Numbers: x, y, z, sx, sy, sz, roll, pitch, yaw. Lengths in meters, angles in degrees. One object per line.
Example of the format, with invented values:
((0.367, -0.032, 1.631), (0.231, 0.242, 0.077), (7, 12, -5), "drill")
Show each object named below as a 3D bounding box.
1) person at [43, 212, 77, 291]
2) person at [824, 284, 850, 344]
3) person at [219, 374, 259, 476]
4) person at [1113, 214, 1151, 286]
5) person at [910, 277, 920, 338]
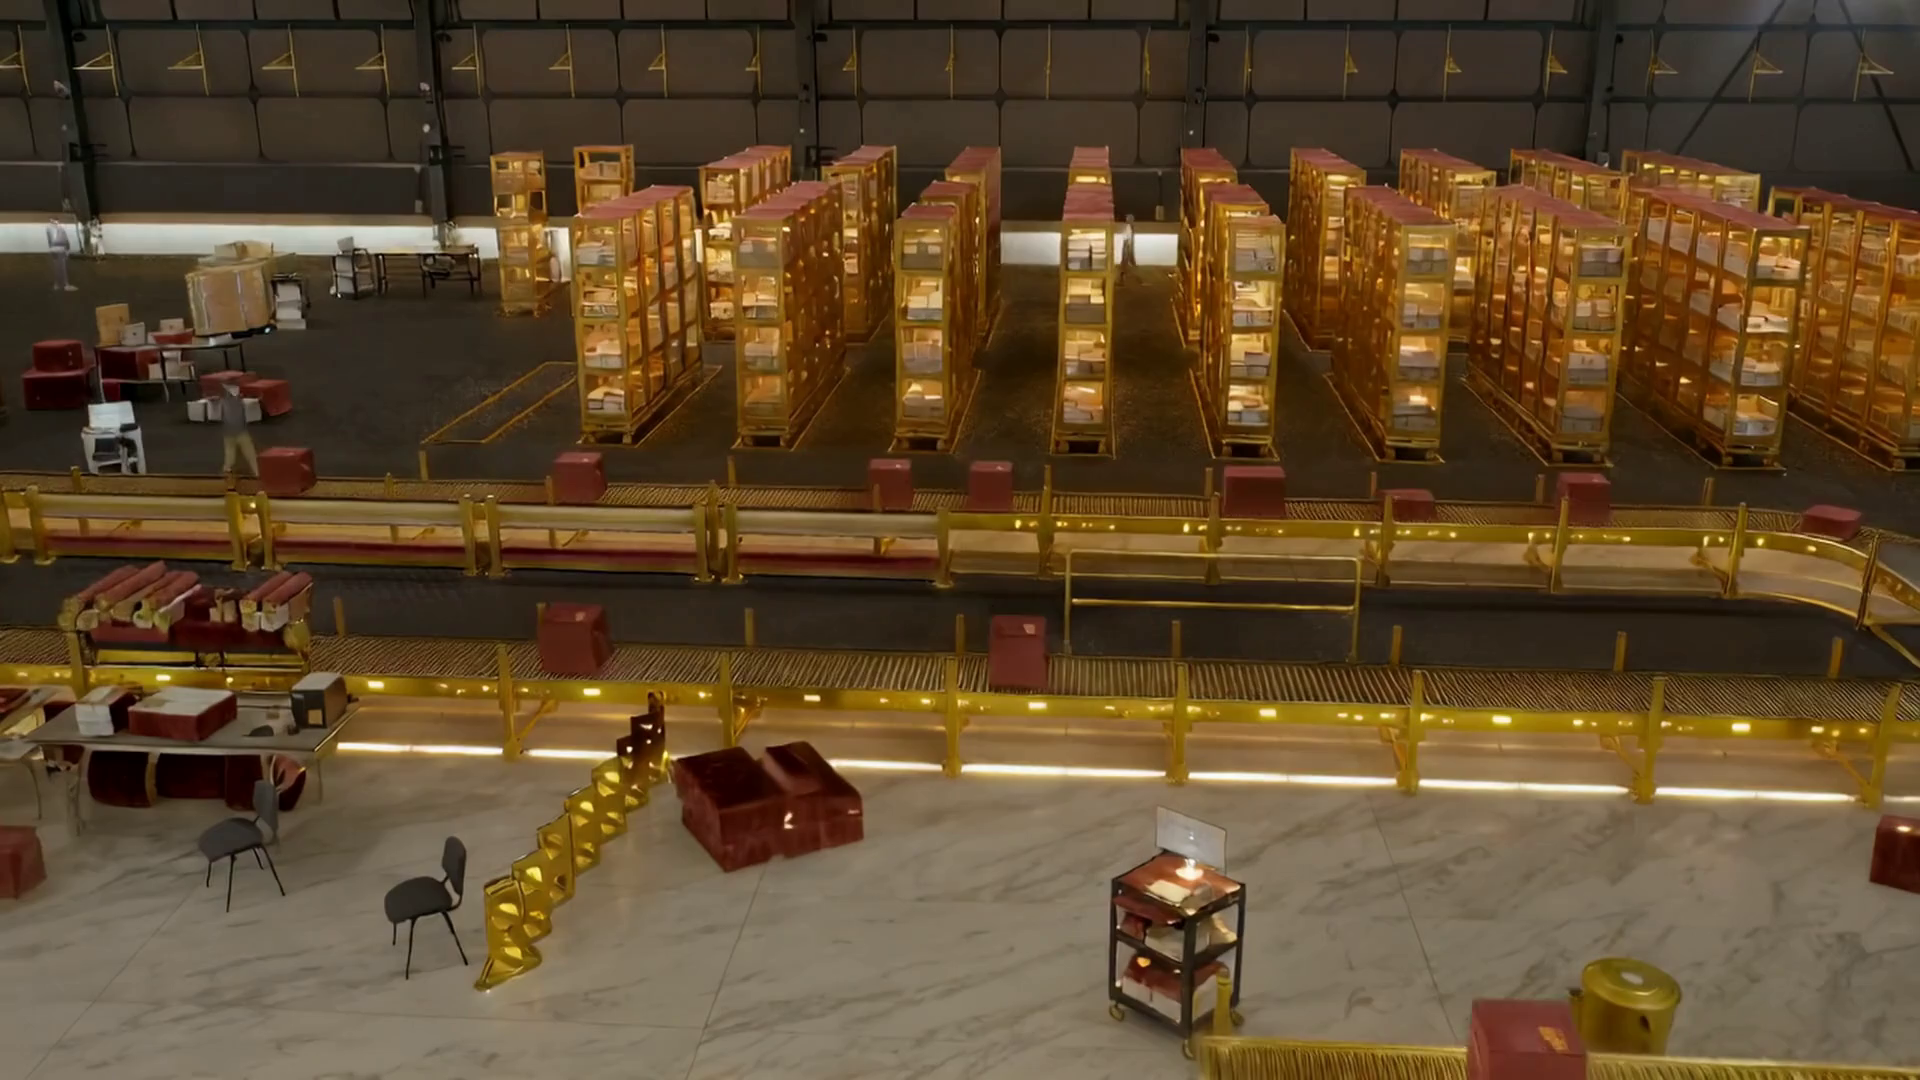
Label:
((-22.216, -7.084, 40.930), (0.713, 1.906, 0.397), (7, 19, 20), "person")
((-2.738, -4.742, 33.690), (0.961, 1.775, 0.605), (0, 17, 1), "person")
((-10.213, -1.496, 23.499), (0.925, 1.715, 0.545), (5, 18, 16), "person")
((4.305, -7.236, 41.579), (0.972, 1.789, 0.584), (2, 18, 6), "person")
((-0.725, -4.310, 31.971), (0.392, 1.995, 0.612), (16, 24, 41), "person")
